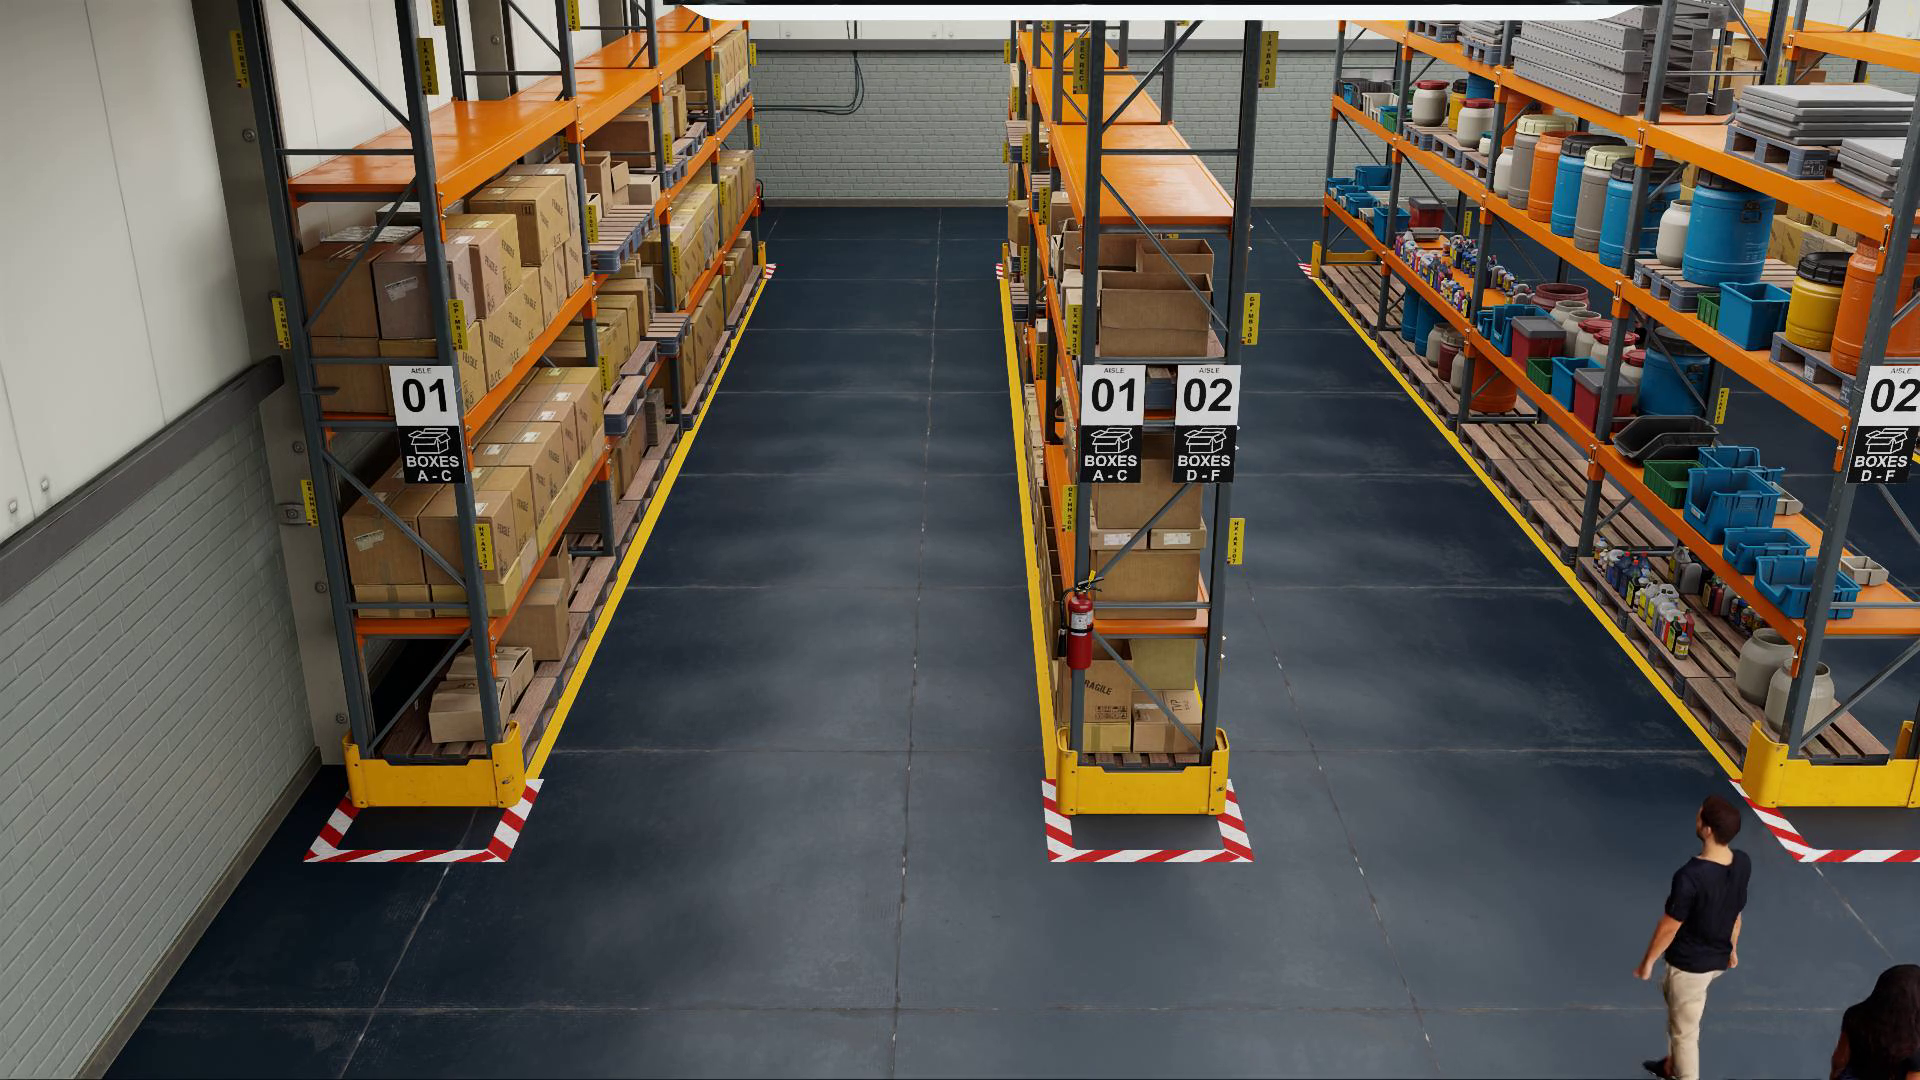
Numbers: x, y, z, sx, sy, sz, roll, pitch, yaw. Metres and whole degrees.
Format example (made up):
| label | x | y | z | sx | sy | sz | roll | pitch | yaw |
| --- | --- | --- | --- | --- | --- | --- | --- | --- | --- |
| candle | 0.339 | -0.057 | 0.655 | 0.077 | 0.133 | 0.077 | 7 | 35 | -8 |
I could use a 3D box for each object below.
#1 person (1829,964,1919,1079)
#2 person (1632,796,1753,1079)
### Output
| label | x | y | z | sx | sy | sz | roll | pitch | yaw |
| --- | --- | --- | --- | --- | --- | --- | --- | --- | --- |
| person | 3.984 | 2.657 | 7.427 | 1.010 | 1.719 | 0.995 | -17 | 28 | -36 |
| person | 3.810 | 2.175 | 8.437 | 0.799 | 1.846 | 0.820 | -12 | 25 | -28 |
